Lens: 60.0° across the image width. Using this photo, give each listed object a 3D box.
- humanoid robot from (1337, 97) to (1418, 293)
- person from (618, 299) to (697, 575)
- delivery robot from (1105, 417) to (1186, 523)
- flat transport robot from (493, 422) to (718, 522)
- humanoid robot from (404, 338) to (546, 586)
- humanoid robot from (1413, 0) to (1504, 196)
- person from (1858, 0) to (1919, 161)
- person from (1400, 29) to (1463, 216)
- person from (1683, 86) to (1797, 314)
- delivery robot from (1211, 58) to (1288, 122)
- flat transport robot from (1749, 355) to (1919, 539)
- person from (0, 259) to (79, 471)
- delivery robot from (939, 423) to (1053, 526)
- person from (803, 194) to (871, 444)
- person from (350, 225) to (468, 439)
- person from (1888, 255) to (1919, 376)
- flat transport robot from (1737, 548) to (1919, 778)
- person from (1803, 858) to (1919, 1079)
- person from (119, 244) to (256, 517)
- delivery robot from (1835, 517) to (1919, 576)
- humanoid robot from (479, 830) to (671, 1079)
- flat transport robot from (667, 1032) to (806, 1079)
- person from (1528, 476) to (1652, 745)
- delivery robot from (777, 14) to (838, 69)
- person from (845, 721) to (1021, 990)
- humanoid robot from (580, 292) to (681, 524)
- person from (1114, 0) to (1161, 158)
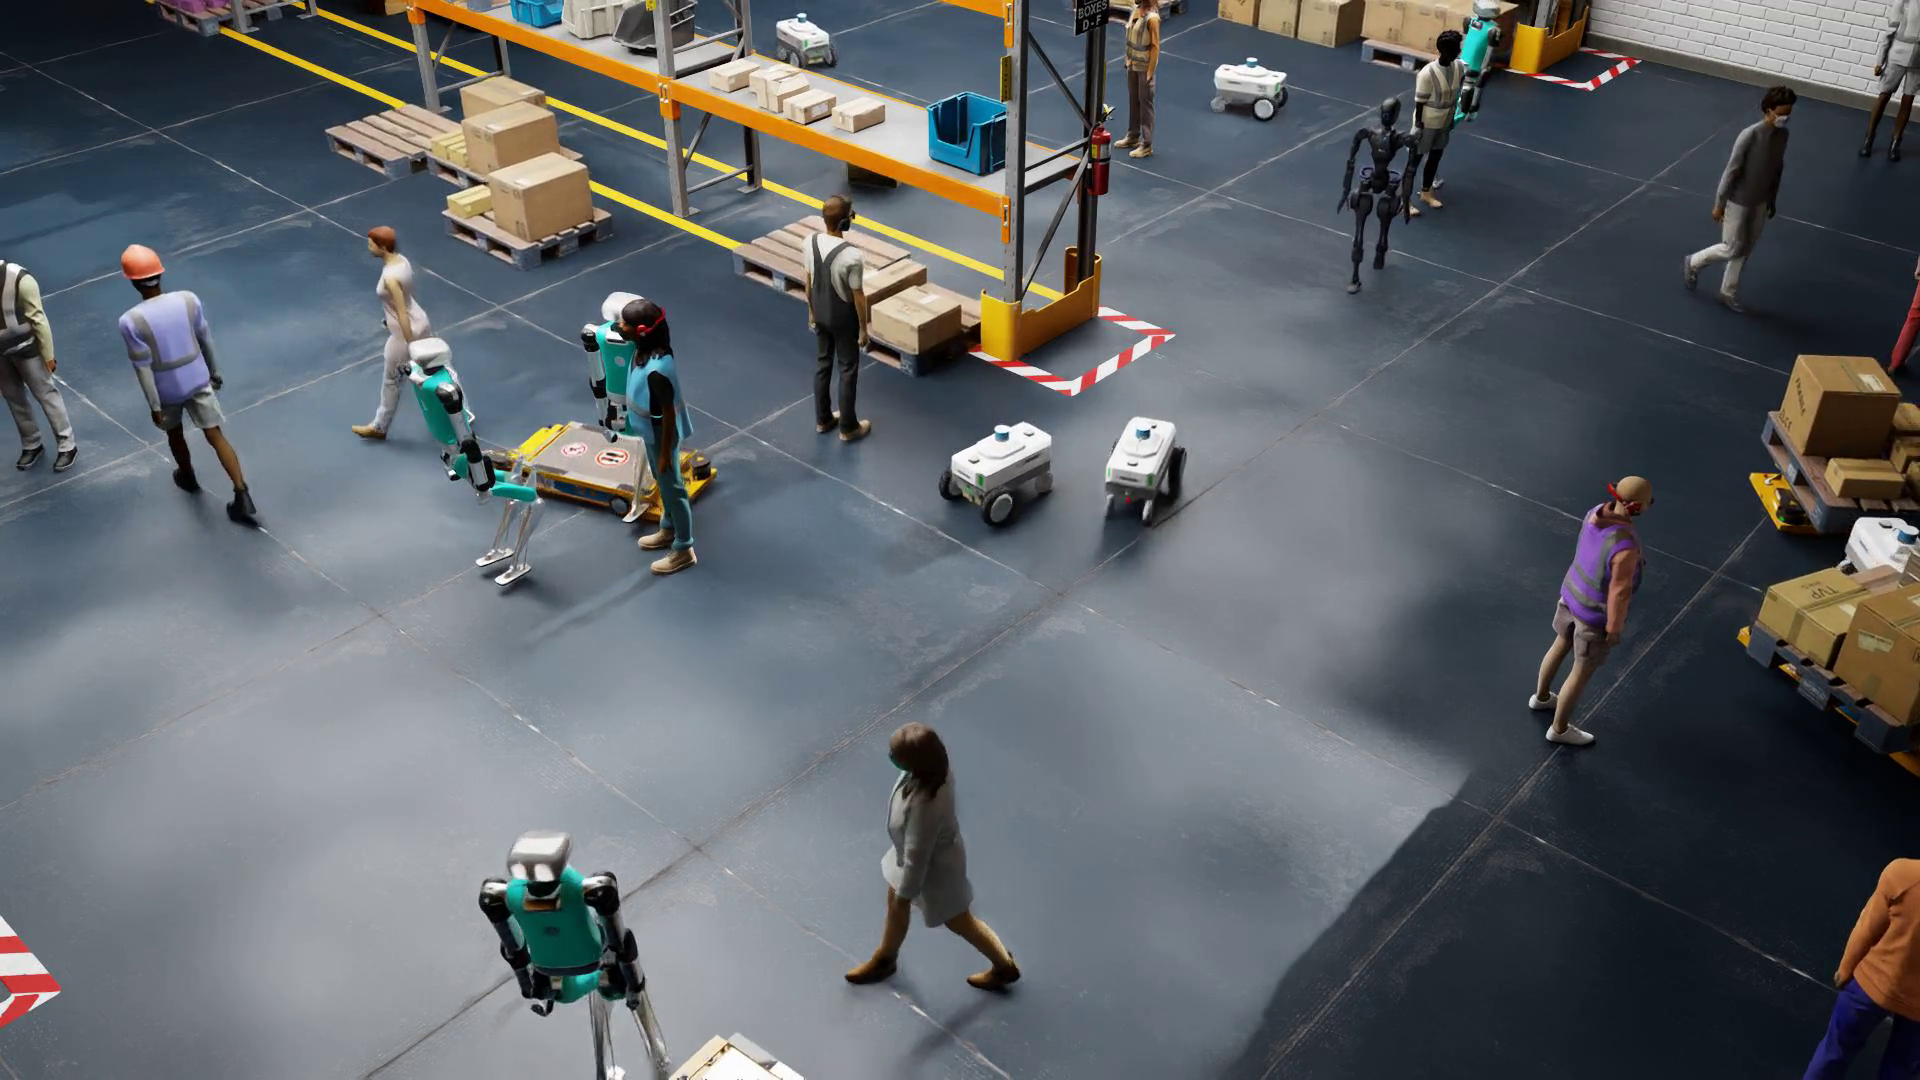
[{"bbox_3d":[3.461,-2.905,13.788,0.610,1.633,0.630,12,36,16],"label":"humanoid robot"},{"bbox_3d":[-1.867,-0.643,10.337,0.398,1.866,0.528,-12,36,-17],"label":"person"},{"bbox_3d":[1.237,-0.528,11.327,0.499,0.599,0.784,11,36,16],"label":"delivery robot"},{"bbox_3d":[-2.470,-0.491,11.521,1.431,0.231,0.659,13,37,18],"label":"flat transport robot"},{"bbox_3d":[-2.889,-0.532,10.204,0.754,1.694,0.530,-27,43,-33],"label":"humanoid robot"},{"bbox_3d":[4.471,-4.048,15.388,0.872,1.774,0.598,-10,36,-13],"label":"humanoid robot"},{"bbox_3d":[9.159,-4.631,16.067,0.546,1.926,0.388,13,37,18],"label":"person"},{"bbox_3d":[4.280,-3.777,15.032,0.535,1.691,0.318,-20,39,-27],"label":"person"},{"bbox_3d":[6.312,-2.763,13.396,0.536,1.880,0.529,-14,37,-19],"label":"person"},{"bbox_3d":[3.046,-4.739,17.424,0.789,0.593,0.499,14,37,20],"label":"delivery robot"},{"bbox_3d":[6.164,-0.267,11.197,1.431,0.231,0.659,3,35,4],"label":"flat transport robot"},{"bbox_3d":[-6.466,-1.308,11.342,0.594,1.823,0.403,3,35,5],"label":"person"},{"bbox_3d":[0.267,-0.484,11.276,0.815,0.612,0.499,-27,43,-34],"label":"delivery robot"},{"bbox_3d":[-0.858,-1.542,11.670,0.508,1.838,0.336,20,40,27],"label":"person"},{"bbox_3d":[-3.987,-1.454,11.735,0.815,1.612,0.426,-1,35,-1],"label":"person"},{"bbox_3d":[7.389,-1.987,12.380,0.515,1.756,0.334,26,42,32],"label":"person"},{"bbox_3d":[5.288,0.835,9.601,0.659,0.231,1.431,-14,37,-19],"label":"flat transport robot"},{"bbox_3d":[3.829,1.796,6.713,0.517,1.974,0.398,19,39,26],"label":"person"},{"bbox_3d":[-5.075,-1.028,10.879,0.963,1.893,0.565,27,43,33],"label":"person"},{"bbox_3d":[5.774,0.189,10.274,0.520,0.582,0.754,2,35,2],"label":"delivery robot"},{"bbox_3d":[-1.567,1.733,7.019,0.596,1.788,0.818,-1,35,-2],"label":"humanoid robot"},{"bbox_3d":[-0.742,2.632,6.998,1.431,0.231,0.659,24,41,30],"label":"flat transport robot"},{"bbox_3d":[3.436,0.372,9.025,0.354,1.685,0.486,-2,35,-3],"label":"person"},{"bbox_3d":[-1.749,-5.579,18.642,0.499,0.595,0.781,-21,40,-27],"label":"delivery robot"},{"bbox_3d":[-0.106,1.447,7.521,0.826,1.614,0.494,-4,35,-6],"label":"person"},{"bbox_3d":[-2.014,-0.886,10.689,0.533,1.672,0.735,7,35,9],"label":"humanoid robot"},{"bbox_3d":[1.739,-4.605,16.152,0.322,1.776,0.481,-14,37,-19],"label":"person"}]
